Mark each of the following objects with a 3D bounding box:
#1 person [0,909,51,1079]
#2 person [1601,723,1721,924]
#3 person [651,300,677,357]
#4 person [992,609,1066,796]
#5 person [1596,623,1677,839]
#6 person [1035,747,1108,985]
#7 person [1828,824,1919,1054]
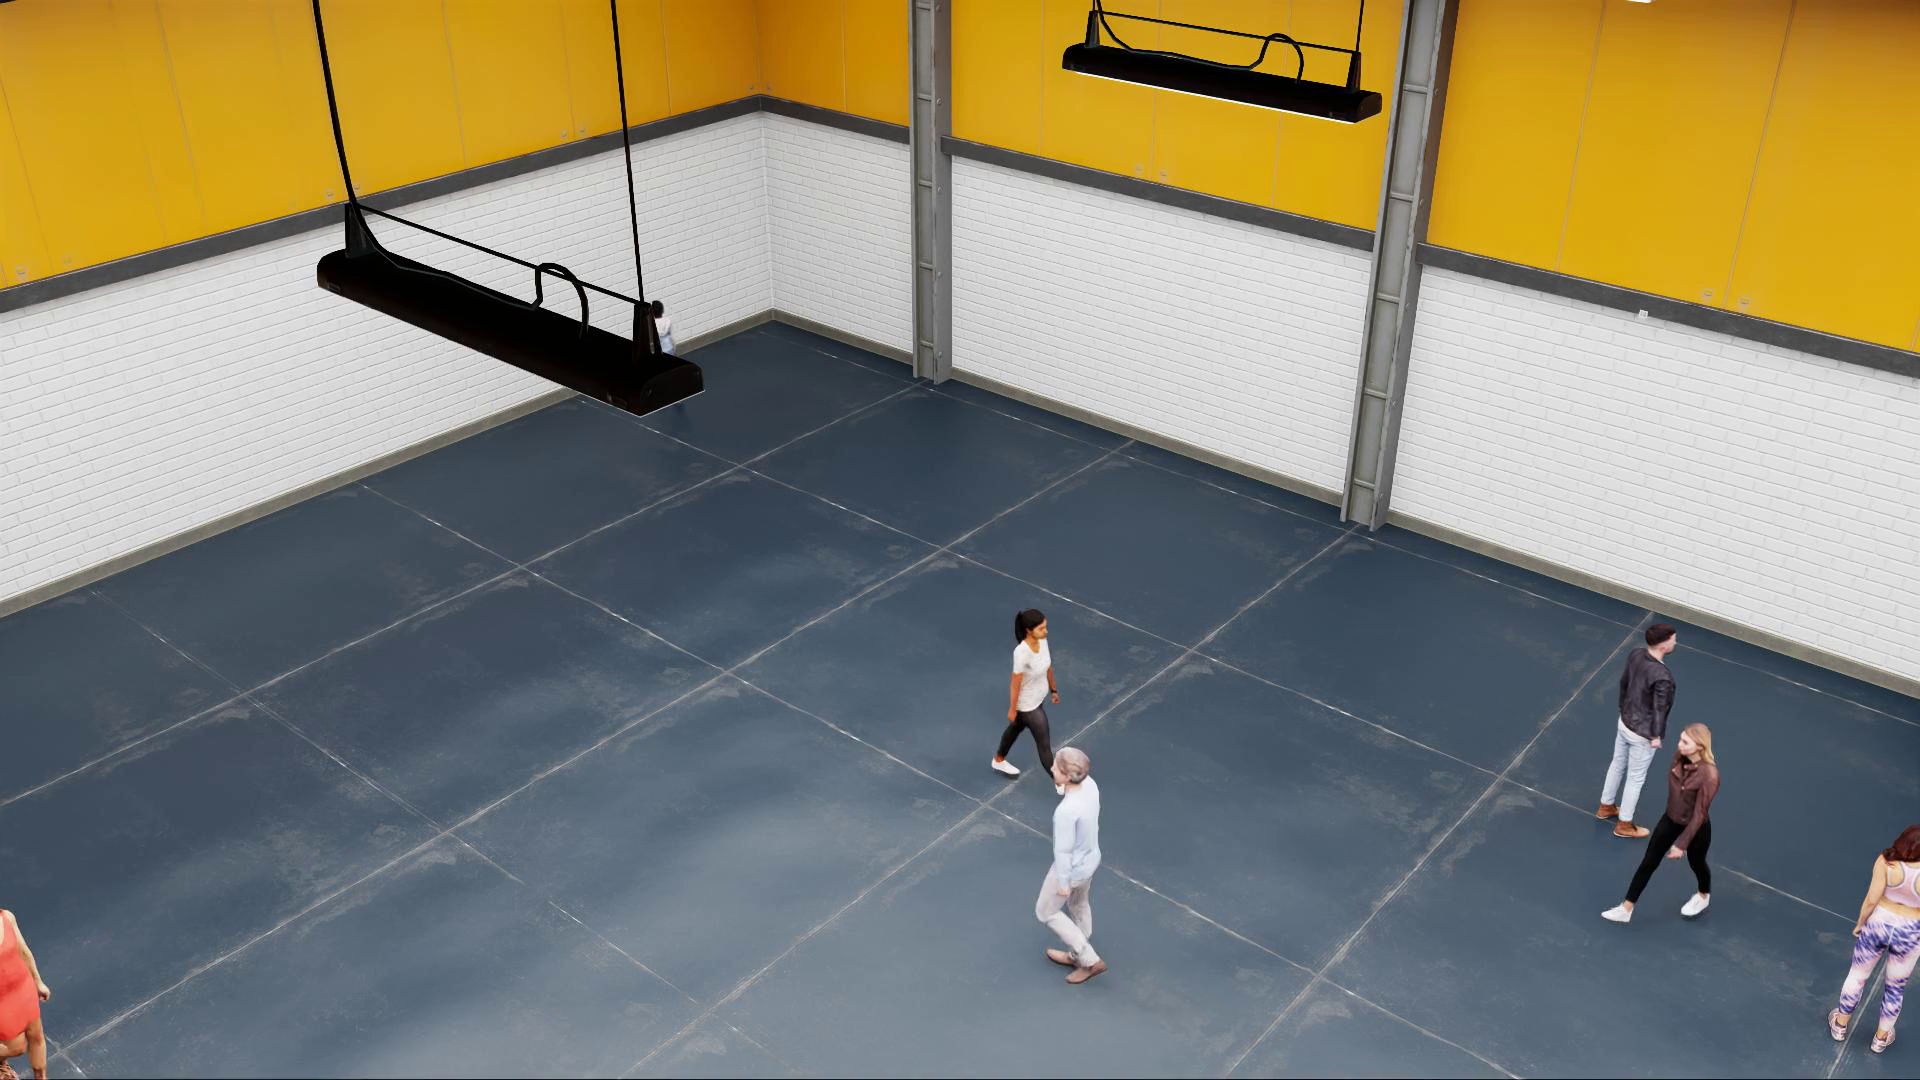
[{"bbox_3d":[-5.945,2.783,10.257,0.833,1.710,0.705,12,31,21],"label":"person"},{"bbox_3d":[5.184,2.024,11.718,1.048,1.645,1.152,-11,30,-19],"label":"person"},{"bbox_3d":[-3.584,-2.280,20.009,0.550,1.260,0.574,-15,32,-25],"label":"person"},{"bbox_3d":[0.478,1.255,13.179,1.123,1.596,0.732,15,32,25],"label":"person"},{"bbox_3d":[5.146,1.422,12.622,0.797,1.836,0.714,-5,29,-10],"label":"person"},{"bbox_3d":[0.849,2.201,11.148,0.810,1.879,0.751,14,32,24],"label":"person"},{"bbox_3d":[5.979,2.527,10.668,0.507,1.767,0.676,16,33,27],"label":"person"}]
